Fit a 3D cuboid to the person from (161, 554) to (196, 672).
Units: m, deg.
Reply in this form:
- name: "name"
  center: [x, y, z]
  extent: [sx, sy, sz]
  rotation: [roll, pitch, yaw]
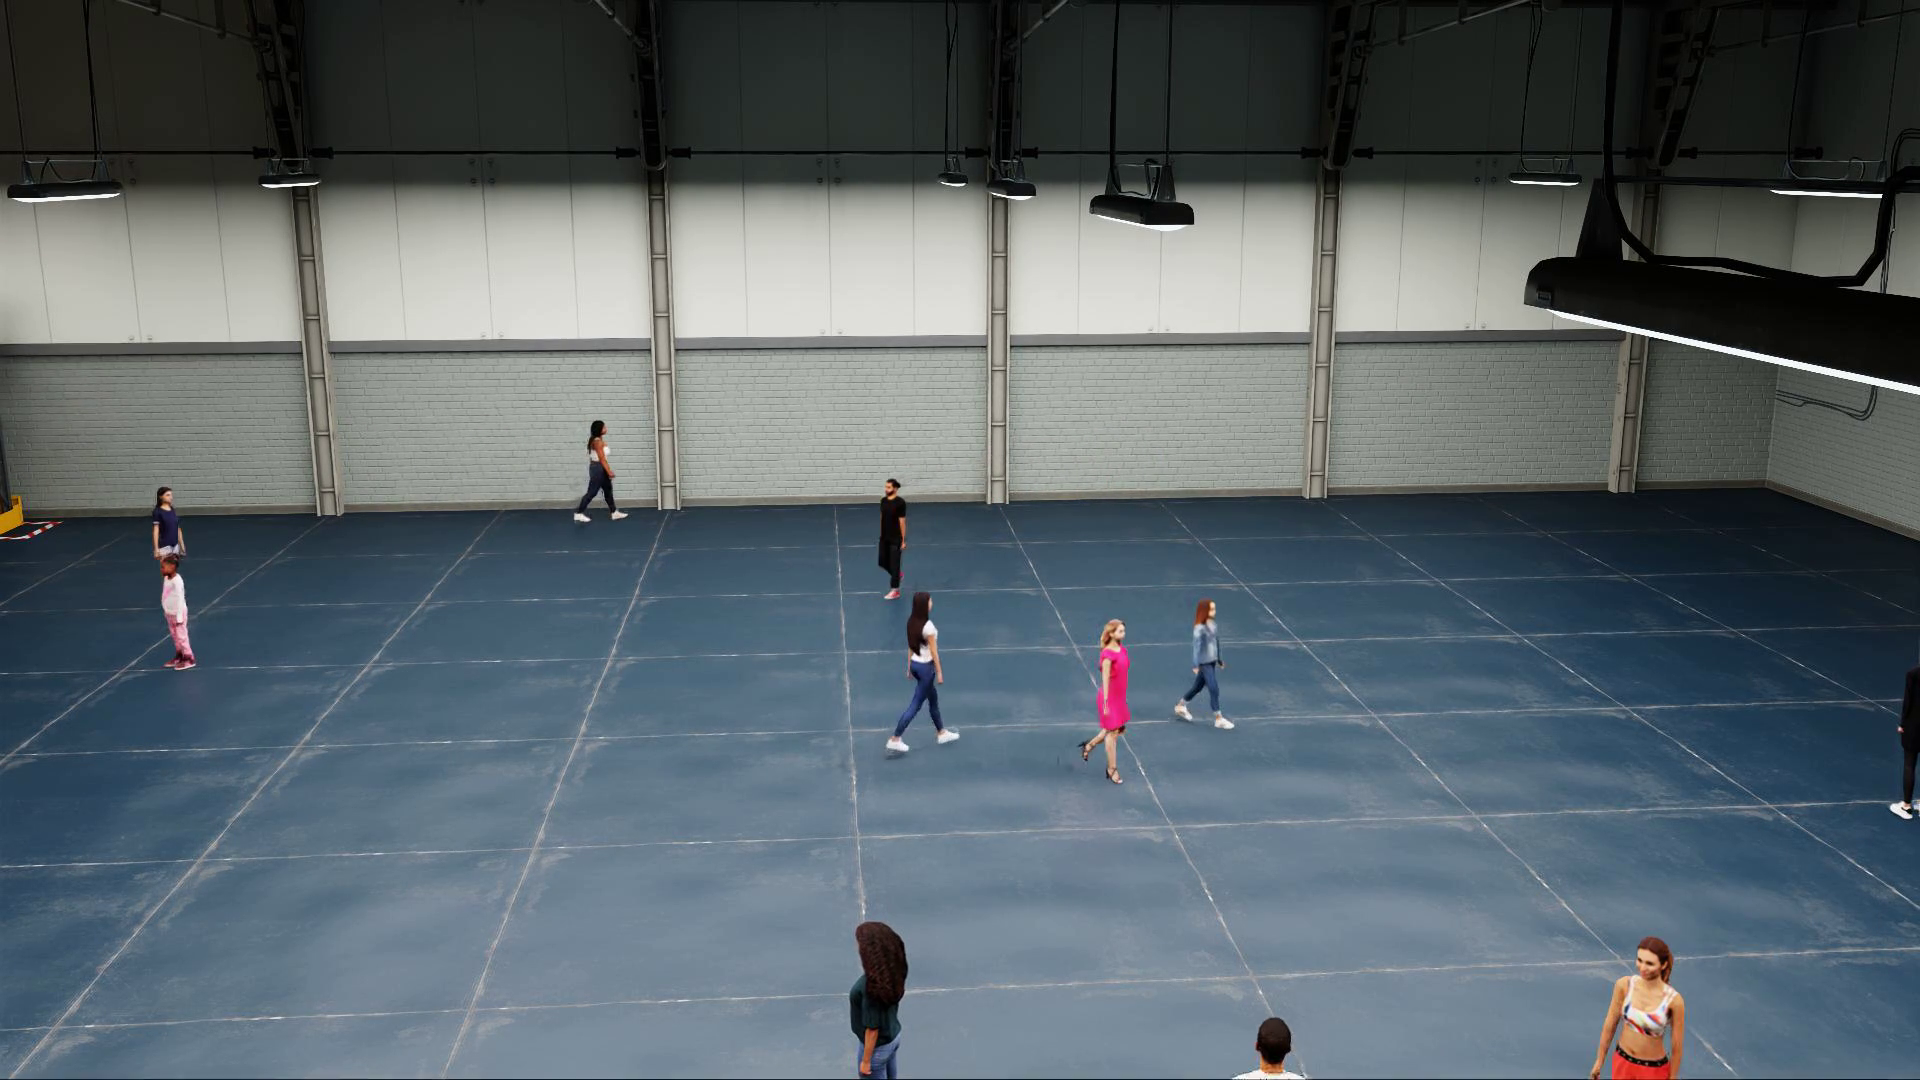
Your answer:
- name: "person"
  center: [-9.768, 0.883, 20.736]
  extent: [0.633, 1.446, 0.687]
  rotation: [12, 17, 41]

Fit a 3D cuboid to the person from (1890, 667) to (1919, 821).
- name: "person"
  center: [9.266, 1.807, 15.957]
  extent: [0.538, 1.801, 0.709]
  rotation: [2, 13, 8]

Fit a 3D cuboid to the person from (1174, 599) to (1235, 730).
- name: "person"
  center: [2.686, 1.369, 18.618]
  extent: [1.056, 1.454, 0.946]
  rotation: [9, 16, 33]

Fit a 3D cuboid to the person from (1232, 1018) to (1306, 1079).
- name: "person"
  center: [1.646, 3.453, 8.883]
  extent: [0.763, 1.785, 0.768]
  rotation: [0, 13, 0]

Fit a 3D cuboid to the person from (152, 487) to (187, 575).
- name: "person"
  center: [-11.181, 0.126, 23.327]
  extent: [0.730, 1.752, 0.704]
  rotation: [4, 14, 17]

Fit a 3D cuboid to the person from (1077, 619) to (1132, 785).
- name: "person"
  center: [1.473, 1.624, 16.942]
  extent: [0.934, 1.714, 0.842]
  rotation: [8, 15, 32]

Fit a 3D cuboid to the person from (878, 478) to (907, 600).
- name: "person"
  center: [-0.921, -0.032, 24.021]
  extent: [0.875, 1.747, 0.928]
  rotation: [10, 16, 36]

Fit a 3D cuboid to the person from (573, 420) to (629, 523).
- name: "person"
  center: [-6.362, -1.148, 28.793]
  extent: [1.190, 1.768, 0.728]
  rotation: [-3, 13, -12]

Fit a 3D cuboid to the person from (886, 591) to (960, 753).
- name: "person"
  center: [-0.469, 1.442, 17.689]
  extent: [1.221, 1.731, 0.948]
  rotation: [-8, 15, -30]

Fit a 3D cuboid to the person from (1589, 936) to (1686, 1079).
- name: "person"
  center: [4.143, 3.193, 10.048]
  extent: [0.954, 1.768, 0.864]
  rotation: [-11, 17, -40]

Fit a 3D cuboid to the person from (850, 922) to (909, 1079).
- name: "person"
  center: [-0.508, 3.167, 10.496]
  extent: [0.727, 1.616, 0.699]
  rotation: [5, 14, 22]
